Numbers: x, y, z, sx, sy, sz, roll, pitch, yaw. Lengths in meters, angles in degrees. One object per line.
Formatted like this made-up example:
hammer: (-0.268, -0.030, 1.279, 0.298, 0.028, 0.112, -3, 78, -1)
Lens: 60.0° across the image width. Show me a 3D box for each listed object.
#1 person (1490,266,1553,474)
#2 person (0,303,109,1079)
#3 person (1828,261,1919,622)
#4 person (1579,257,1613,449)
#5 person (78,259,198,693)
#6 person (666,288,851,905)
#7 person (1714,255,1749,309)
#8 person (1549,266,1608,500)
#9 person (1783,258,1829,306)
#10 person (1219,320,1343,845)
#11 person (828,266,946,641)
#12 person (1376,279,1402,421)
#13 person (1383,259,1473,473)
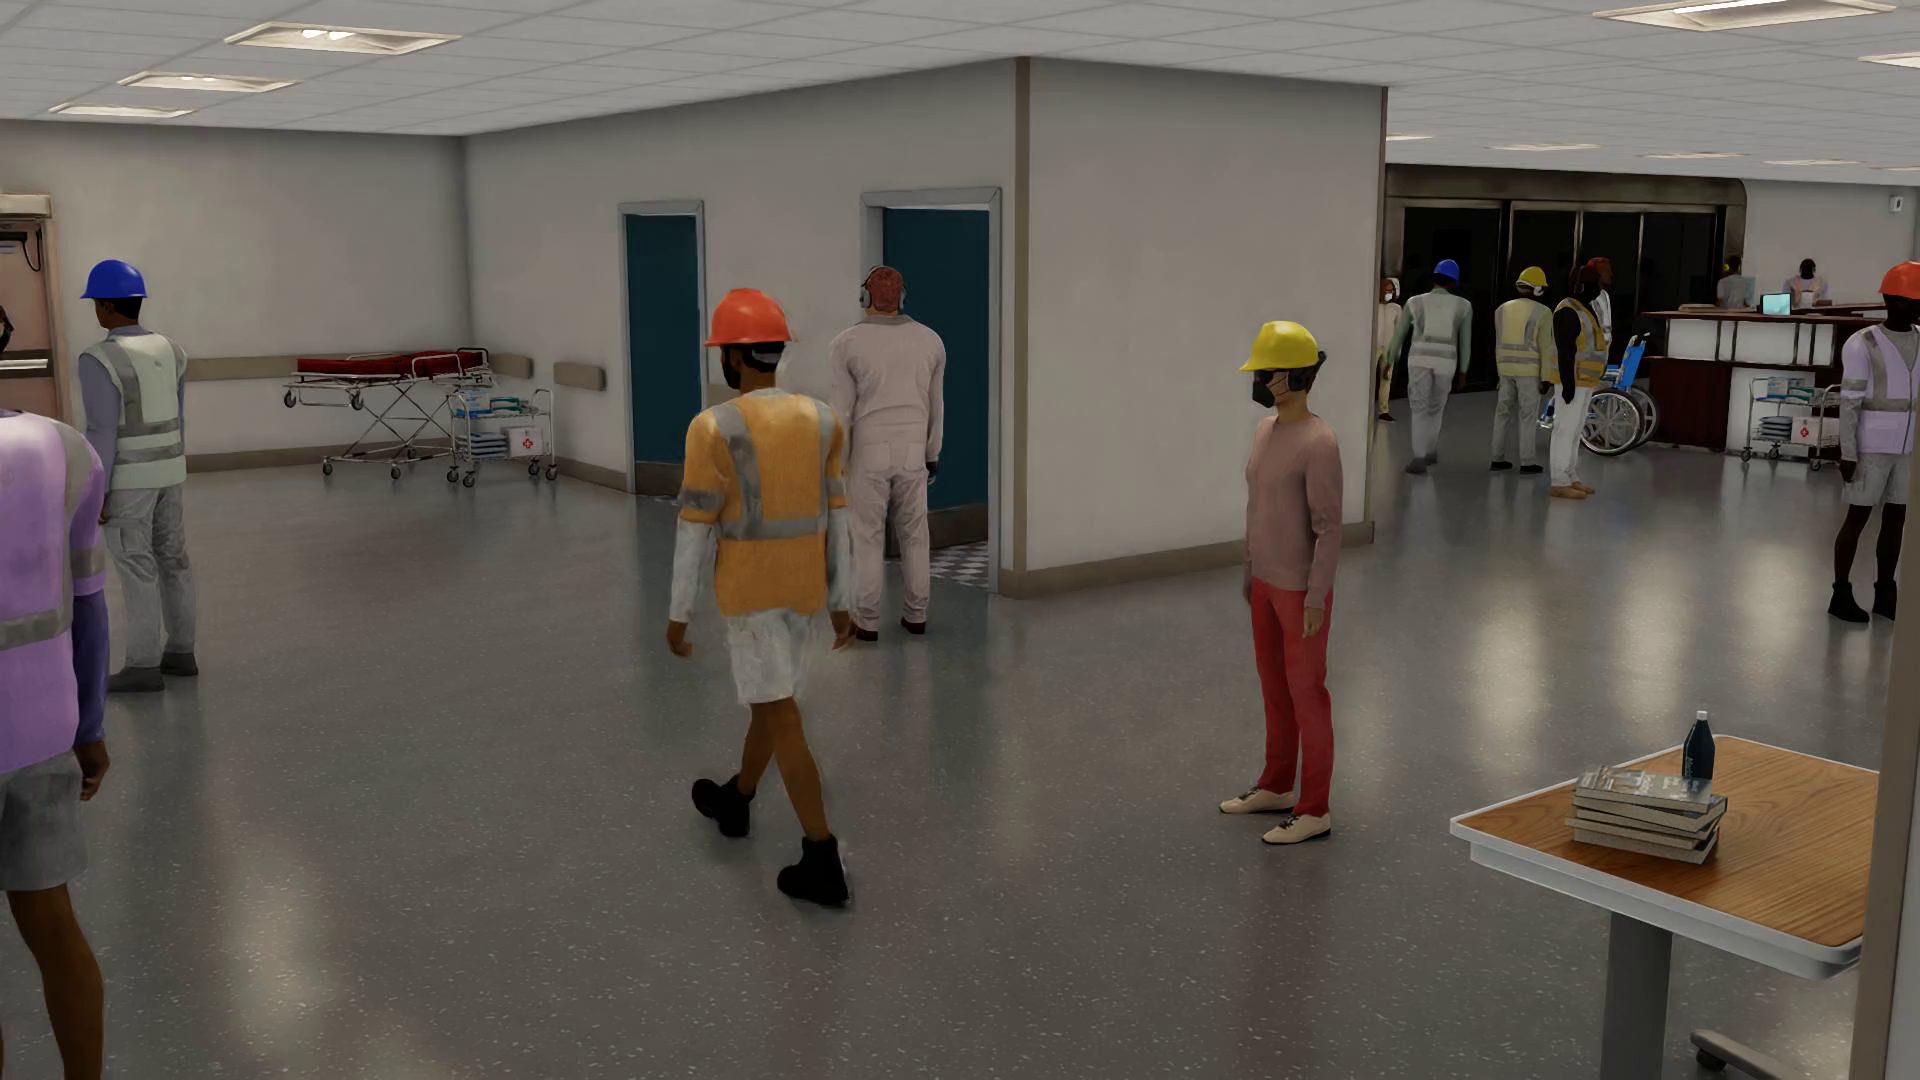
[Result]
person: (4.972, -1.490, 14.664, 0.404, 1.823, 0.584, -7, 12, -34)
person: (-2.041, 0.410, 3.439, 0.407, 2.029, 0.612, 3, 11, 19)
person: (4.946, -0.506, 8.853, 0.539, 1.929, 0.389, -2, 10, -9)
person: (6.255, -1.840, 16.430, 0.356, 1.884, 0.574, 8, 13, 38)
person: (-3.729, -0.285, 7.537, 0.385, 1.948, 0.605, 2, 10, 10)
person: (-0.639, 0.154, 5.288, 0.568, 1.881, 1.016, -9, 14, -42)
person: (11.003, -3.143, 23.808, 0.567, 1.850, 0.447, -2, 10, -14)
person: (4.929, -1.254, 13.272, 0.429, 1.845, 0.621, 7, 12, 33)
person: (12.738, -3.353, 25.144, 0.639, 1.810, 0.920, 5, 11, 27)
person: (1.090, 0.146, 5.639, 0.328, 1.767, 0.531, -3, 11, -15)
person: (-0.393, -0.438, 8.517, 0.641, 1.908, 0.407, -6, 12, -28)
person: (4.789, -2.150, 18.908, 0.504, 1.627, 0.285, -2, 10, -13)
person: (4.172, -1.544, 14.814, 0.720, 1.879, 0.986, 1, 10, 8)
